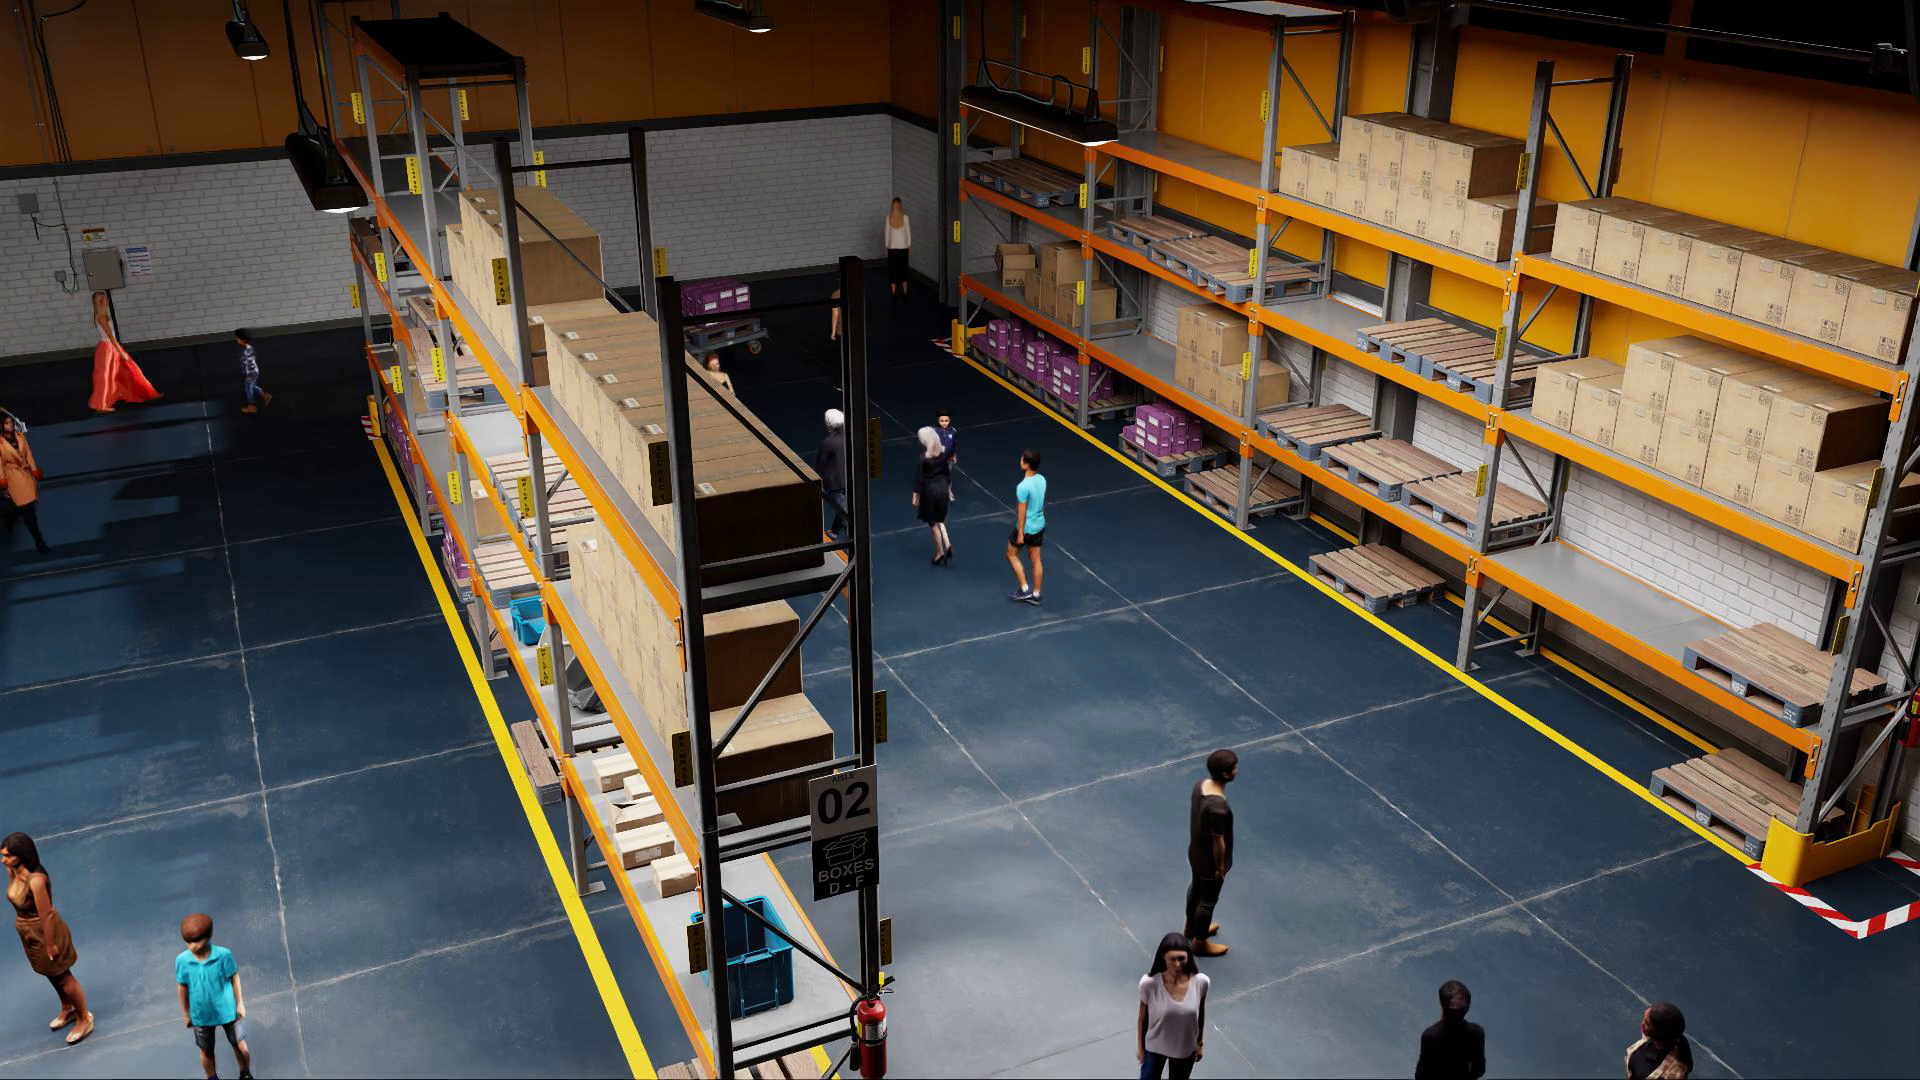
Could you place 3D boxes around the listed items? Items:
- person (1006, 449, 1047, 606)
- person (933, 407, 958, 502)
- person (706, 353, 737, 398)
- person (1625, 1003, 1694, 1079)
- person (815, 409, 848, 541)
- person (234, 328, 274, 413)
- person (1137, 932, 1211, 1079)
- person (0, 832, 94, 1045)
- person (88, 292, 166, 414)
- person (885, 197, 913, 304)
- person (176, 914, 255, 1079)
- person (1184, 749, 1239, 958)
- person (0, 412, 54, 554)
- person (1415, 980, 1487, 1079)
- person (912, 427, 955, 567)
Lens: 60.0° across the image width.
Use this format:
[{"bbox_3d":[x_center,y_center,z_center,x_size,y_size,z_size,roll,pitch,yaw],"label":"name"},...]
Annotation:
[{"bbox_3d":[0.828,-0.107,17.943,0.762,1.765,0.749,17,29,33],"label":"person"},{"bbox_3d":[-0.204,-1.082,20.854,0.563,1.220,0.553,-4,24,-10],"label":"person"},{"bbox_3d":[-3.221,-1.669,21.752,1.171,1.576,0.899,18,29,35],"label":"person"},{"bbox_3d":[4.040,3.447,9.779,0.718,1.792,0.600,-1,24,-3],"label":"person"},{"bbox_3d":[-1.236,-0.587,18.313,1.175,1.749,0.980,21,31,40],"label":"person"},{"bbox_3d":[-10.188,-2.446,23.948,0.657,1.240,0.678,-4,24,-10],"label":"person"},{"bbox_3d":[1.318,3.192,10.496,0.658,1.685,0.633,-3,24,-6],"label":"person"},{"bbox_3d":[-6.351,2.743,11.525,0.590,1.683,0.697,17,29,33],"label":"person"},{"bbox_3d":[-12.235,-2.625,23.718,0.814,1.754,1.218,-7,25,-15],"label":"person"},{"bbox_3d":[-1.089,-5.100,29.249,0.700,1.857,0.688,1,24,3],"label":"person"},{"bbox_3d":[-4.946,3.087,11.029,0.551,1.449,0.513,-6,24,-14],"label":"person"},{"bbox_3d":[1.855,2.323,12.450,0.717,1.712,0.553,-4,24,-10],"label":"person"},{"bbox_3d":[-10.988,-0.666,19.304,1.166,1.698,1.064,11,26,24],"label":"person"},{"bbox_3d":[2.970,3.421,10.063,0.667,1.612,0.681,-7,25,-16],"label":"person"},{"bbox_3d":[-0.236,-0.447,18.771,0.777,1.724,0.843,-22,32,-40],"label":"person"}]
